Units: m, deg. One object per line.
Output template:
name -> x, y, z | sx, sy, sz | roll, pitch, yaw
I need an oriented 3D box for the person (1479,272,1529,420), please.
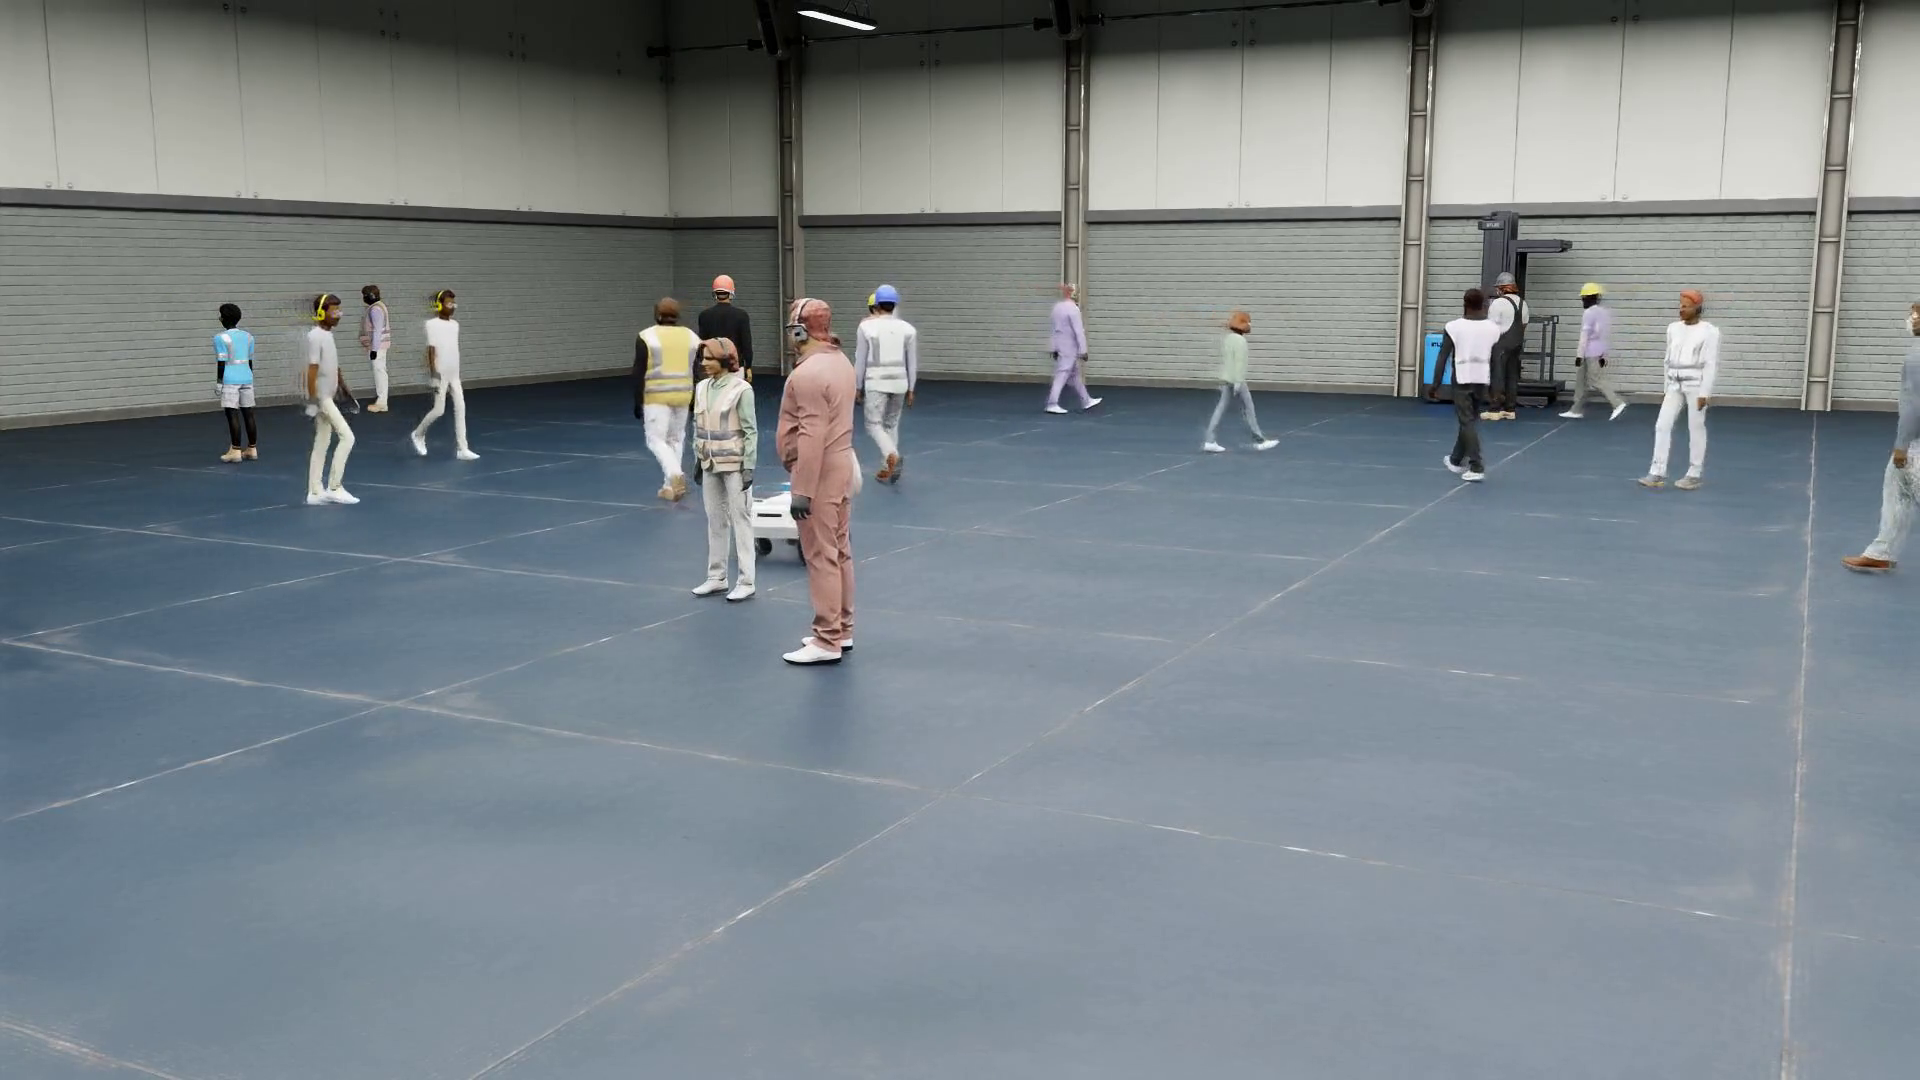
person -> 7.516, -2.682, 23.093 | 0.679, 2.000, 0.536 | -6, 11, -34

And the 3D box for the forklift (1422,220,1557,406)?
forklift -> 8.245, -3.527, 25.720 | 1.873, 2.768, 1.129 | 5, 10, 27

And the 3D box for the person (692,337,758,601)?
person -> -1.471, -0.444, 10.397 | 0.521, 1.636, 0.311 | 8, 12, 39

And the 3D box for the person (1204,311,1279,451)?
person -> 3.175, -1.794, 18.860 | 0.851, 1.585, 0.514 | -2, 9, -10

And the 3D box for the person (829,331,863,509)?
person -> -0.929, -0.683, 11.893 | 0.377, 1.621, 0.530 | 7, 12, 38

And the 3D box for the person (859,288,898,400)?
person -> -1.255, -2.927, 25.233 | 0.910, 1.781, 0.606 | 6, 11, 31

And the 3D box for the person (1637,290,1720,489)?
person -> 6.711, -1.391, 15.544 | 0.801, 1.857, 0.614 | -5, 10, -27

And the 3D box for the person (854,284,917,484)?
person -> -0.683, -1.474, 15.866 | 0.612, 1.923, 0.745 | -5, 10, -27

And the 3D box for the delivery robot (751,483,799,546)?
delivery robot -> -1.193, -0.167, 11.860 | 0.707, 0.478, 0.477 | 2, 9, 11

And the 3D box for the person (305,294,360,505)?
person -> -5.506, -1.229, 14.614 | 0.613, 1.841, 0.486 | -2, 10, -14

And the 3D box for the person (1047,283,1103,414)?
person -> 1.657, -2.759, 24.000 | 0.988, 1.855, 0.674 | -3, 10, -19

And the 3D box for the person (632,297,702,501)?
person -> -2.558, -1.231, 14.694 | 0.630, 1.825, 0.747 | -6, 11, -35

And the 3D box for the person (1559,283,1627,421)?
person -> 8.753, -2.582, 22.828 | 0.903, 1.888, 0.632 | 7, 11, 36

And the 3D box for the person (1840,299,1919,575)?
person -> 6.445, -0.672, 11.001 | 0.640, 1.908, 0.959 | -9, 13, -43

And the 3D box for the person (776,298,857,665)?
person -> -0.766, -0.309, 8.747 | 0.399, 1.904, 0.644 | 2, 9, 13

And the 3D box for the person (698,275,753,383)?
person -> -2.583, -1.923, 18.410 | 0.610, 1.997, 0.375 | 1, 9, 9

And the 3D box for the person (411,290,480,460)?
person -> -5.658, -1.807, 18.155 | 0.814, 1.845, 0.527 | 5, 10, 26

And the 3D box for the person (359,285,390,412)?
person -> -8.563, -2.807, 24.351 | 0.429, 1.843, 0.622 | -2, 10, -15

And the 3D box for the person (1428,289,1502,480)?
person -> 5.033, -1.558, 16.562 | 0.614, 1.866, 0.991 | -2, 9, -11

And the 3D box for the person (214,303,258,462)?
person -> -7.830, -1.699, 17.951 | 0.315, 1.696, 0.540 | 3, 10, 18

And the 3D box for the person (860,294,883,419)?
person -> -1.135, -2.582, 23.302 | 0.536, 1.731, 0.865 | -5, 10, -27
